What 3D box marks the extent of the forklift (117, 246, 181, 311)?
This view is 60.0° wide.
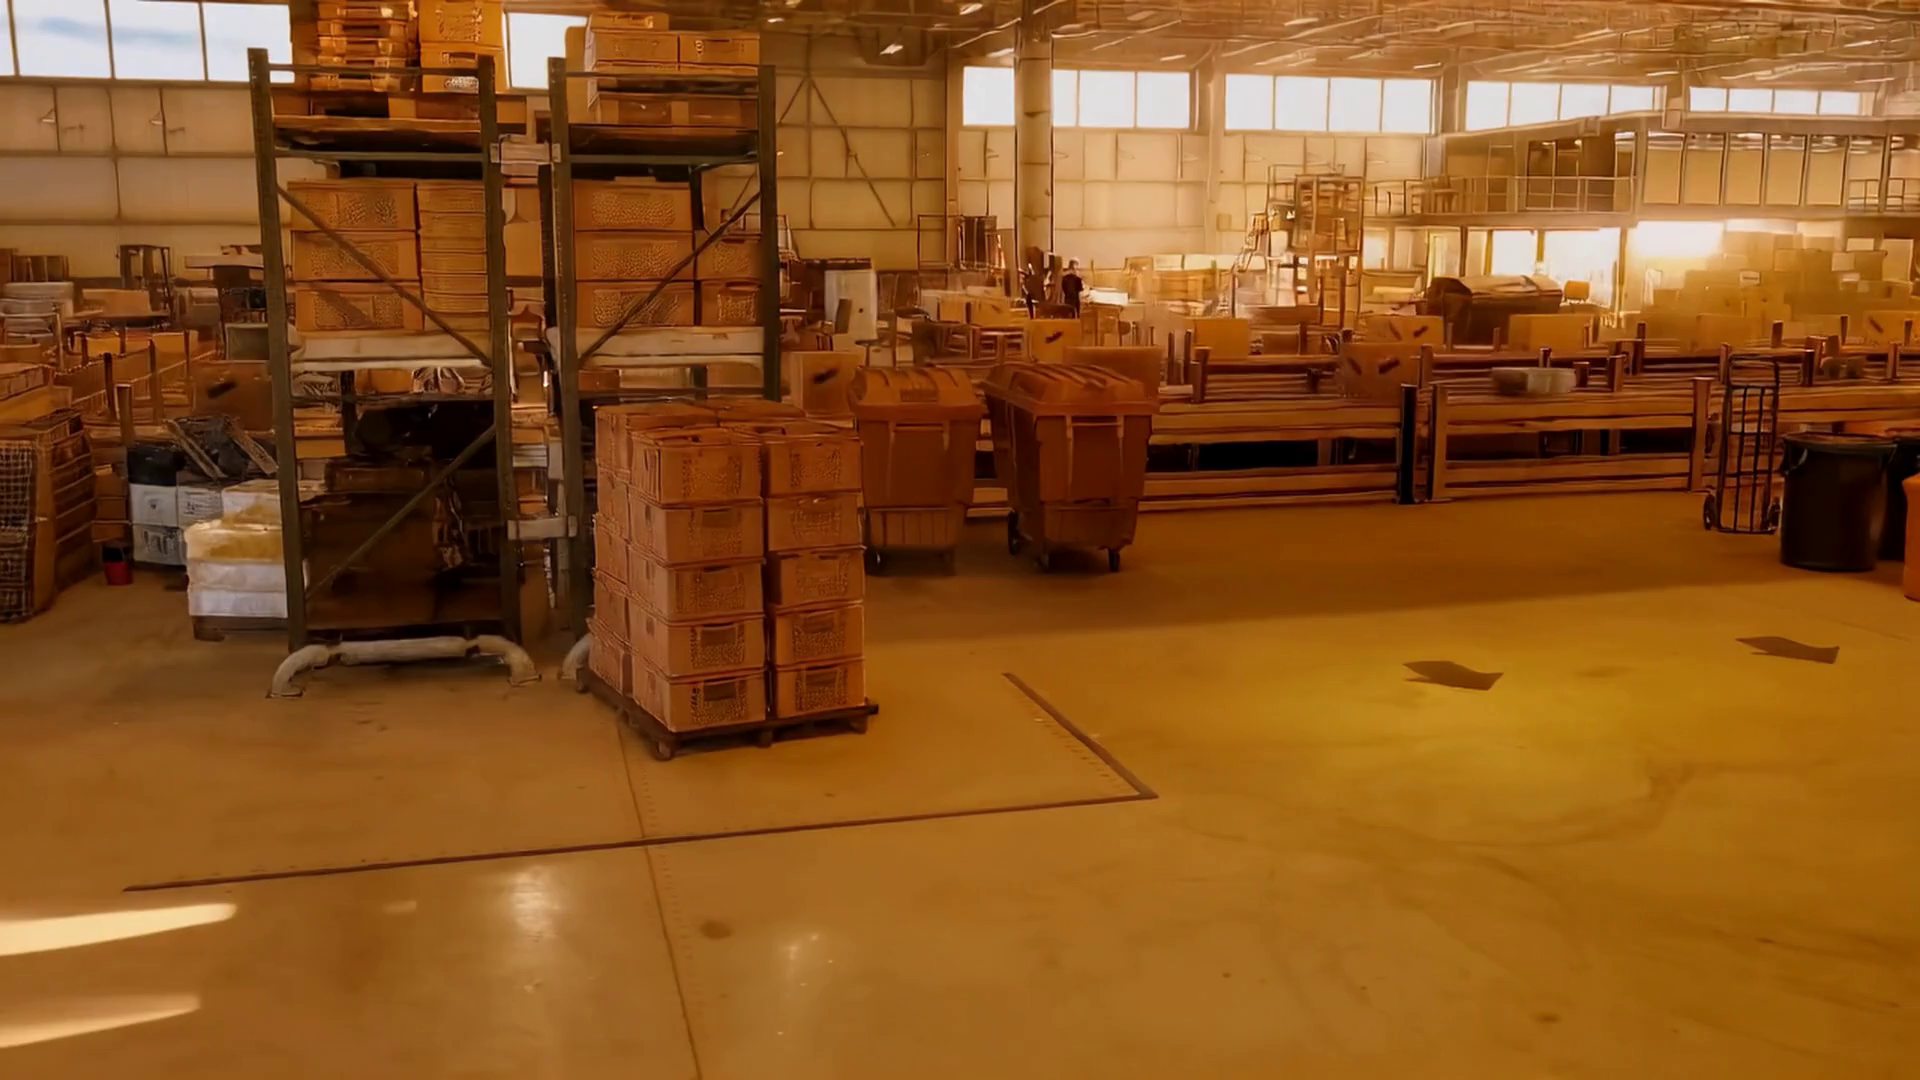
[{"bbox_3d":[-19.966,-6.232,40.894,1.157,1.987,2.680,-3,10,-15],"label":"forklift"}]

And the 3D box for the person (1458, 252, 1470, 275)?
[{"bbox_3d":[17.419,-8.976,57.480,0.381,1.924,0.593,7,12,33],"label":"person"}]

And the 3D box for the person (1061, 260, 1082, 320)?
[{"bbox_3d":[2.156,-4.439,31.971,0.334,1.864,0.517,-9,13,-40],"label":"person"}]

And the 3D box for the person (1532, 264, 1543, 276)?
[{"bbox_3d":[12.910,-5.325,37.387,0.535,1.717,0.903,0,10,-1],"label":"person"}]

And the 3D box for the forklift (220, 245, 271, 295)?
[{"bbox_3d":[-17.749,-6.334,41.440,1.157,1.987,2.680,-3,10,-17],"label":"forklift"}]

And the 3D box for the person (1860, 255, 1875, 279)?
[{"bbox_3d":[23.013,-6.292,42.283,0.577,1.923,0.400,-6,11,-29],"label":"person"}]

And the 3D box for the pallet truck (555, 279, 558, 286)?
[{"bbox_3d":[-10.604,-6.375,44.520,0.653,1.274,1.630,-3,10,-15],"label":"pallet truck"}]

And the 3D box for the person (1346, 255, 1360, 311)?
[{"bbox_3d":[12.845,-8.410,54.401,0.575,1.882,0.361,9,13,40],"label":"person"}]
